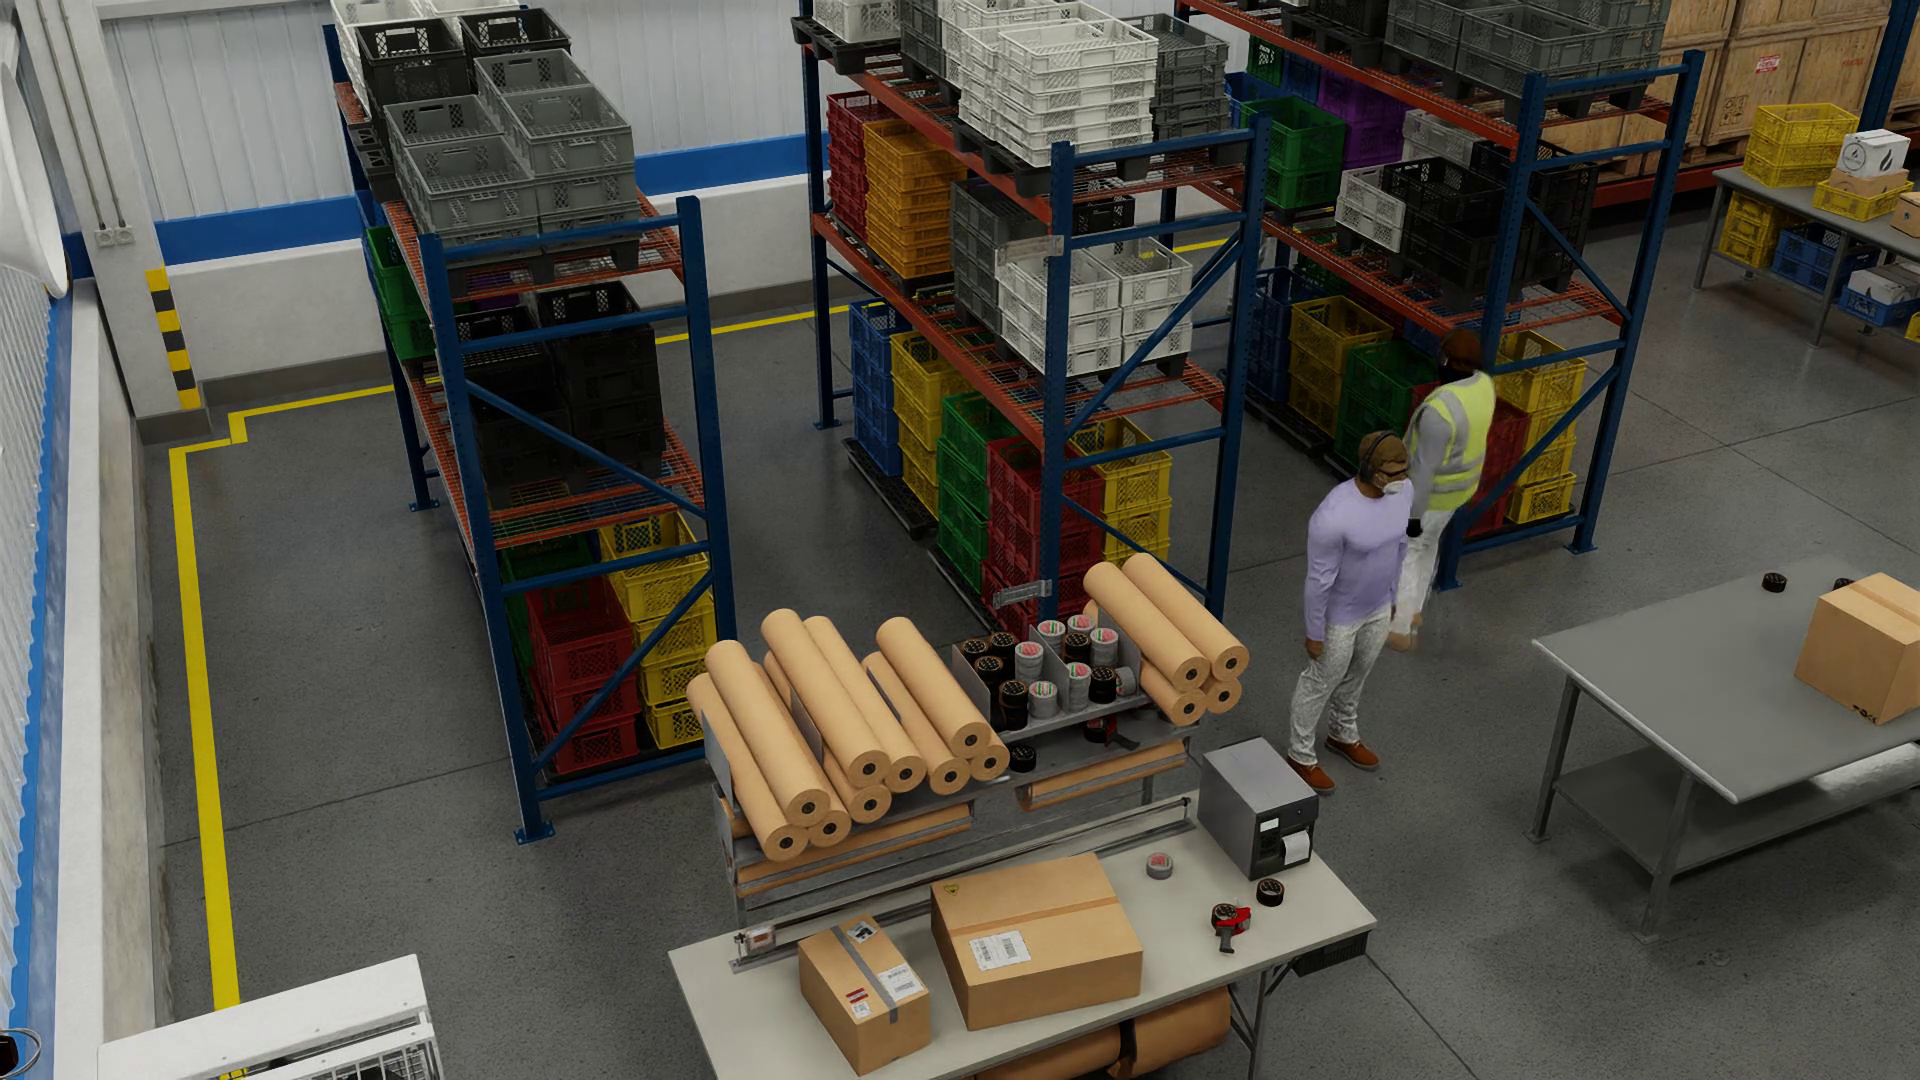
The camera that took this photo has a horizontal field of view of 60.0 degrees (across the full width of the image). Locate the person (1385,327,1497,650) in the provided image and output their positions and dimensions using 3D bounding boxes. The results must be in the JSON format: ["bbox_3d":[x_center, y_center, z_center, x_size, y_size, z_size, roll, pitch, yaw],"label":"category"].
[{"bbox_3d":[2.520,-0.283,8.946,0.501,1.814,0.669,25,40,35],"label":"person"}]

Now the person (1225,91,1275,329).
[{"bbox_3d":[2.248,-2.518,12.509,0.362,1.883,0.575,-7,32,-11],"label":"person"}]

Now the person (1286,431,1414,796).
[{"bbox_3d":[1.844,0.330,7.839,0.630,1.932,0.363,-22,38,-31],"label":"person"}]
